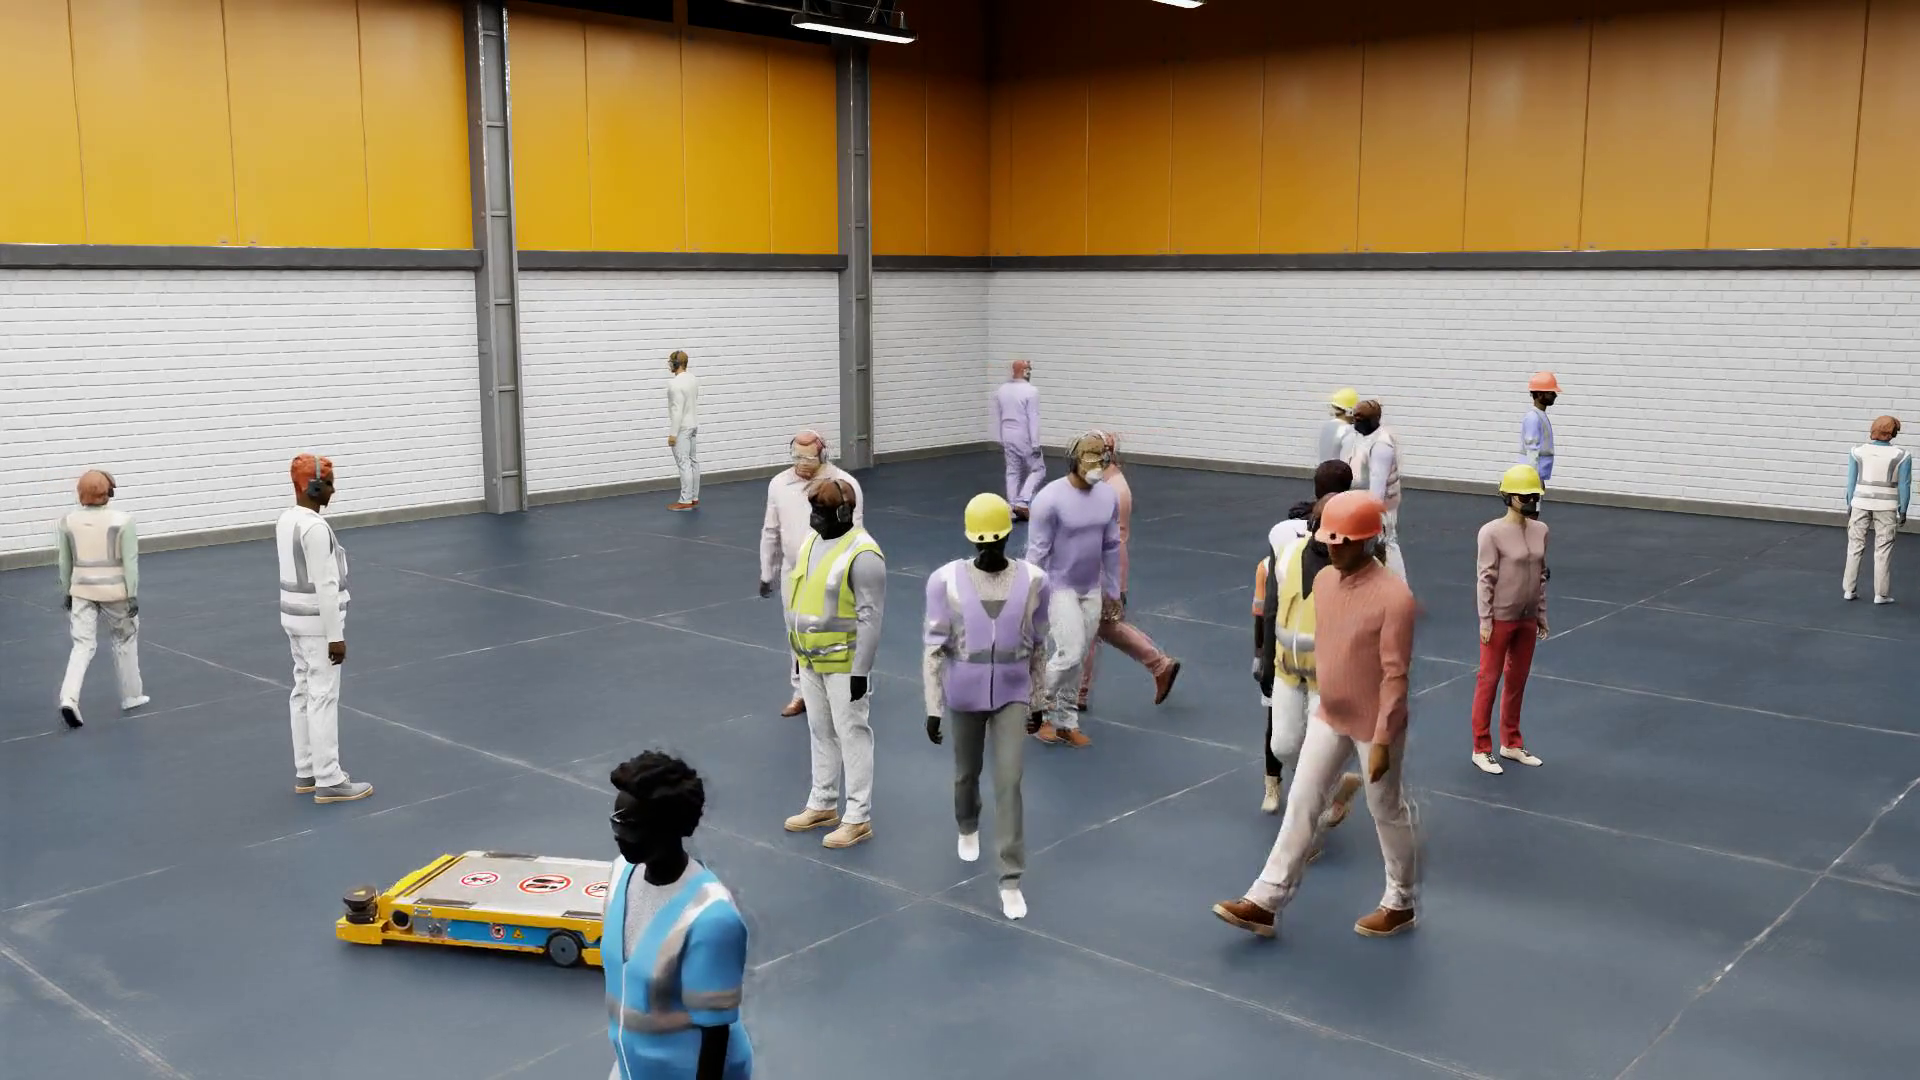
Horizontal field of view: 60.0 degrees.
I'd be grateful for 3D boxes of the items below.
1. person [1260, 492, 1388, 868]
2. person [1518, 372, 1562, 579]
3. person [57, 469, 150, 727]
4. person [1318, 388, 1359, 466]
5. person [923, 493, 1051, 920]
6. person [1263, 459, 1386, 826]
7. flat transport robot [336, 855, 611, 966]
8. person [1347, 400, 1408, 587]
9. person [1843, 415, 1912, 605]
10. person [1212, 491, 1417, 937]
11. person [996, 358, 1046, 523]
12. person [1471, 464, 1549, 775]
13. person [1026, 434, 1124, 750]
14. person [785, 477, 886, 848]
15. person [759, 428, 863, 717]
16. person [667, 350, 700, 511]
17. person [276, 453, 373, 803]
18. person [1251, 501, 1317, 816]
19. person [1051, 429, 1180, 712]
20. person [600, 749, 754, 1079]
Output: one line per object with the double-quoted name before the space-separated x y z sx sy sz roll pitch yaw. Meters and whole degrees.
"person" 1.777 0.652 8.053 0.616 1.822 0.646 -8 12 -42
"person" 5.413 -0.605 15.584 0.358 1.938 0.542 4 10 22
"person" -5.501 0.360 10.575 0.526 1.610 0.798 0 9 -1
"person" 3.487 -0.522 15.519 0.880 1.801 0.598 -3 9 -17
"person" 0.116 0.692 7.713 0.592 1.876 1.021 -1 9 -5
"person" 1.900 0.529 8.600 0.617 1.895 0.583 5 10 27
"flat transport robot" -1.864 1.567 7.157 1.431 0.197 0.652 2 9 12
"person" 3.454 -0.294 14.093 0.901 1.789 0.647 -1 9 -5
"person" 7.909 -0.258 14.357 0.313 1.634 0.511 -9 13 -44
"person" 1.569 0.766 6.962 0.993 1.937 0.639 -5 10 -28
"person" 0.713 -1.131 18.998 0.432 1.894 0.669 -8 12 -41
"person" 3.164 0.446 9.517 0.525 1.769 0.308 -5 10 -29
"person" 0.677 0.319 9.865 0.637 1.916 0.455 -8 12 -40
"person" -0.638 0.600 8.315 0.429 1.844 0.627 -7 12 -38
"person" -0.933 0.223 10.574 0.761 1.877 0.457 3 10 21
"person" -3.346 -1.317 20.048 0.370 1.940 0.627 2 9 12
"person" -3.467 0.472 8.982 0.356 1.887 0.574 -8 12 -41
"person" 1.794 0.614 8.709 0.546 1.679 0.428 2 9 15
"person" 0.981 0.206 10.729 0.839 1.863 0.636 0 9 3
"person" -0.794 1.353 4.075 0.683 1.671 0.553 -9 13 -44
